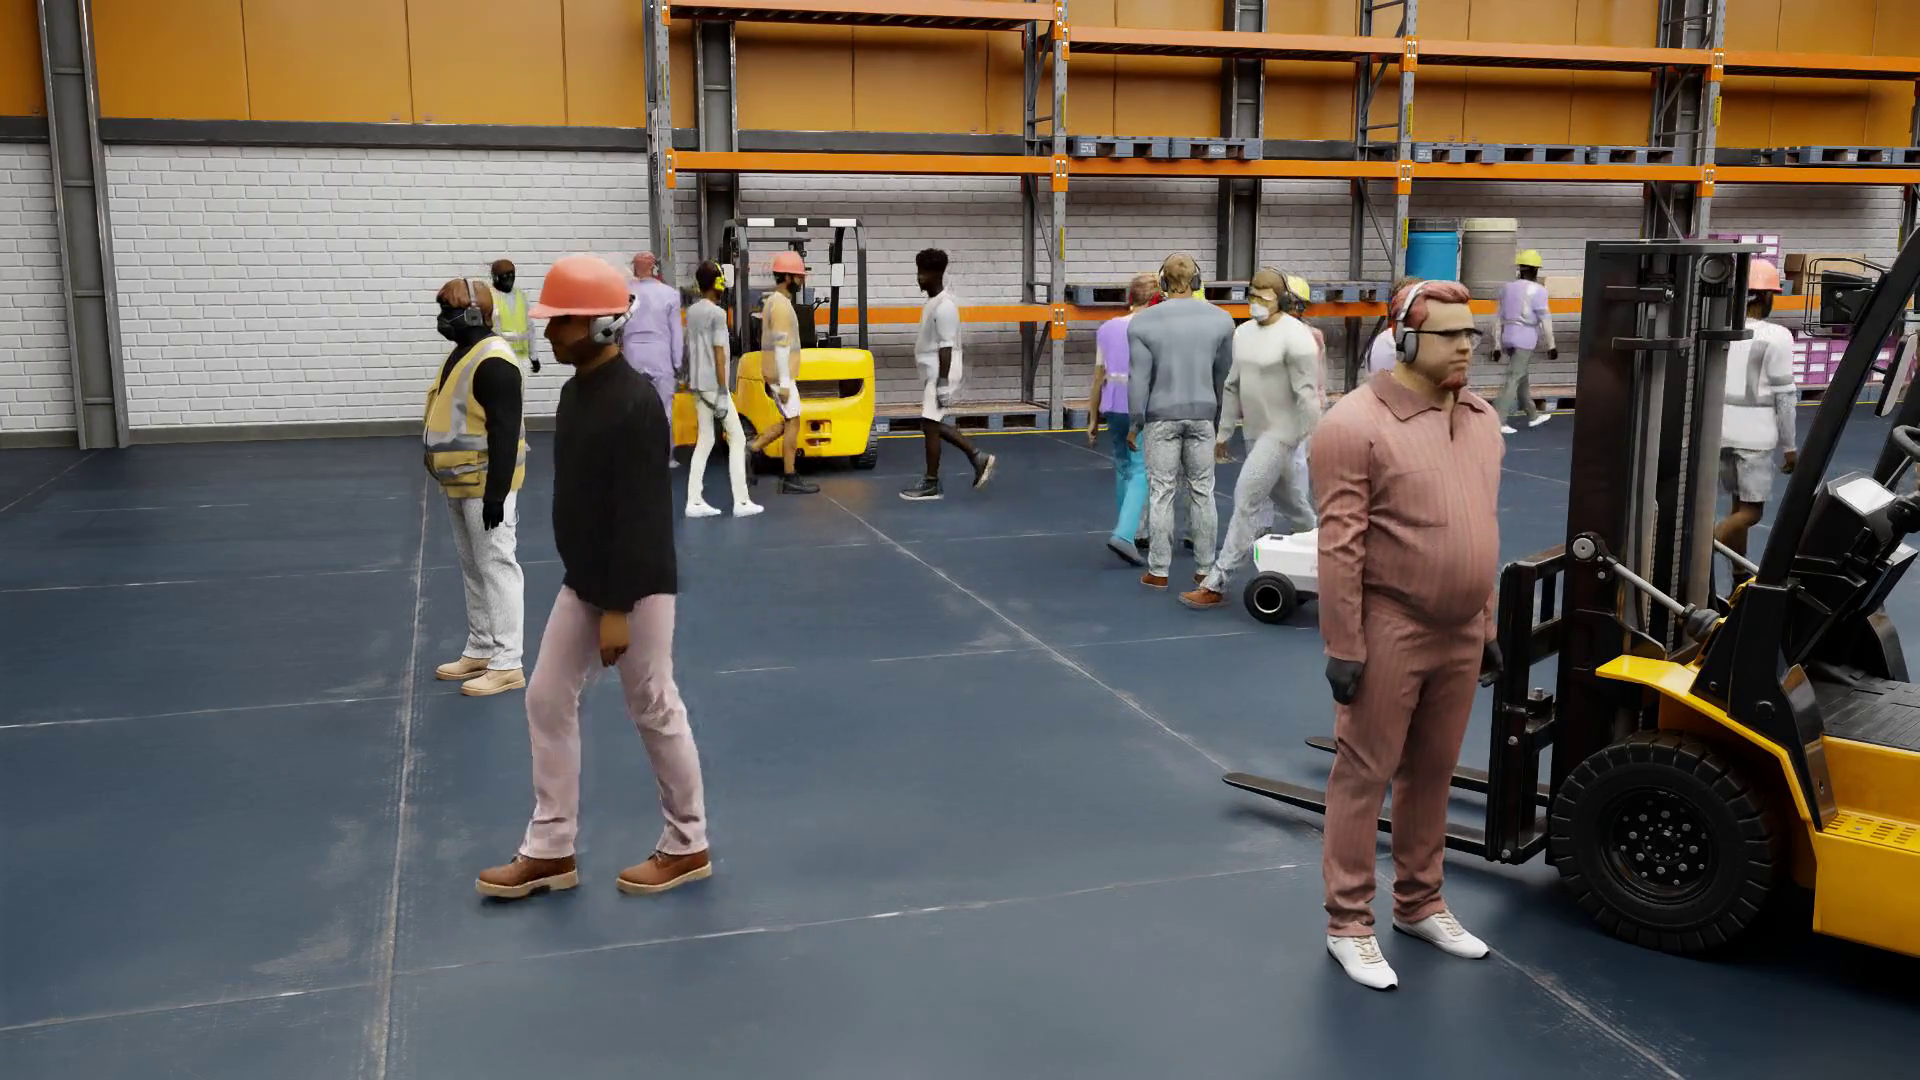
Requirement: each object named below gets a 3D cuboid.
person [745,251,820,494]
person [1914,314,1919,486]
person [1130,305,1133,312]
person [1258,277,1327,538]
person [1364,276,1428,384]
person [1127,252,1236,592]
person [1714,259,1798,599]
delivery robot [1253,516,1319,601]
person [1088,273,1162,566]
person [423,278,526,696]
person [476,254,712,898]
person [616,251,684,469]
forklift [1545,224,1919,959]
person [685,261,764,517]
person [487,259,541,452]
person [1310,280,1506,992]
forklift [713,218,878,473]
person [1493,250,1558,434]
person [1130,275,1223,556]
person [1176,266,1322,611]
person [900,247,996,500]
[{"bbox_3d":[-1.449,-1.297,13.029,0.598,1.917,0.559,-2,11,-10],"label":"person"},{"bbox_3d":[7.573,-1.291,12.648,0.808,2.000,0.687,-5,11,-24],"label":"person"},{"bbox_3d":[1.545,-1.328,13.972,0.283,1.631,0.503,-6,12,-30],"label":"person"},{"bbox_3d":[2.199,-0.867,11.098,0.522,1.761,0.321,8,13,36],"label":"person"},{"bbox_3d":[2.301,-0.461,8.711,0.645,1.820,0.441,-9,13,-39],"label":"person"},{"bbox_3d":[1.250,-0.662,9.494,0.627,1.935,0.372,-1,10,-5],"label":"person"},{"bbox_3d":[4.208,-0.562,9.028,0.826,1.911,0.551,-4,11,-20],"label":"person"},{"bbox_3d":[1.924,0.113,8.774,0.707,0.478,0.477,5,11,24],"label":"delivery robot"},{"bbox_3d":[1.066,-0.760,10.429,0.599,1.804,0.829,5,12,27],"label":"person"},{"bbox_3d":[-2.160,-0.238,7.424,0.429,1.844,0.625,-7,12,-34],"label":"person"},{"bbox_3d":[-1.142,0.143,4.991,0.835,1.960,0.657,-7,13,-35],"label":"person"},{"bbox_3d":[-2.718,-1.555,14.494,0.646,1.899,0.400,1,10,4],"label":"person"},{"bbox_3d":[2.909,0.117,4.508,2.313,2.155,1.214,9,14,40],"label":"forklift"},{"bbox_3d":[-1.784,-1.078,12.045,0.591,1.838,0.530,-9,14,-42],"label":"person"},{"bbox_3d":[-4.305,-1.731,15.660,0.514,1.822,0.655,8,13,39],"label":"person"},{"bbox_3d":[1.254,0.252,4.557,0.643,1.910,0.411,-6,12,-32],"label":"person"},{"bbox_3d":[-1.522,-1.778,14.899,1.214,2.155,2.313,-3,11,-17],"label":"forklift"},{"bbox_3d":[5.891,-2.041,17.218,0.974,1.876,0.597,-5,11,-24],"label":"person"},{"bbox_3d":[1.397,-0.787,10.543,0.757,1.788,0.618,-1,10,-7],"label":"person"},{"bbox_3d":[1.705,-0.555,9.111,1.069,1.873,0.649,-3,11,-18],"label":"person"},{"bbox_3d":[-0.102,-1.268,12.782,0.672,1.948,0.639,-1,10,-7],"label":"person"}]
